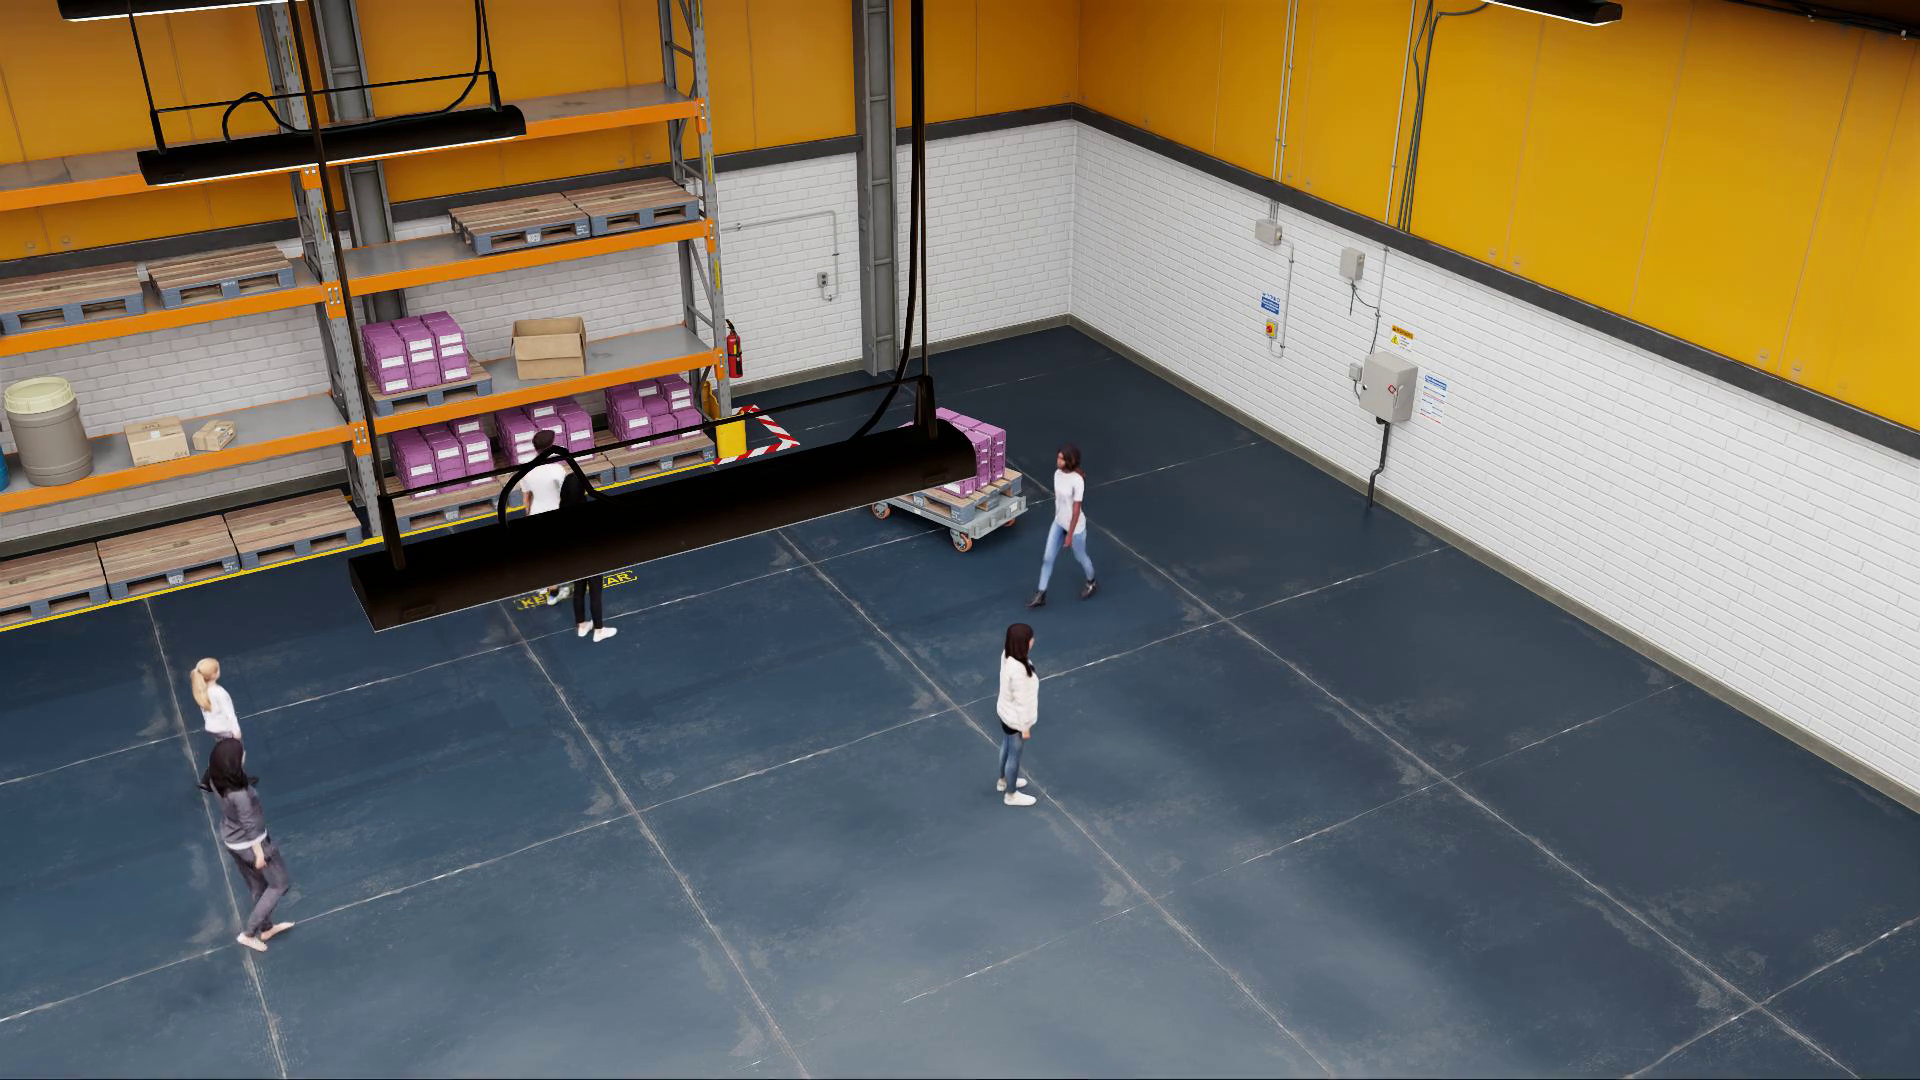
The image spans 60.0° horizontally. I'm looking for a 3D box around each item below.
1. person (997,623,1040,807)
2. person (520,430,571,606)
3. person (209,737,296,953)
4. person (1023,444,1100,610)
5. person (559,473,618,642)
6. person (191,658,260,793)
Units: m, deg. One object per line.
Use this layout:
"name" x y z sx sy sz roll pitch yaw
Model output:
"person" 0.441 1.369 13.273 0.646 1.636 0.684 -6 29 -12
"person" -3.963 -0.171 15.891 0.786 1.834 0.826 9 30 17
"person" -5.065 2.183 11.662 0.742 1.752 0.817 19 34 31
"person" 1.112 -0.124 15.964 1.138 1.680 0.680 -19 34 -31
"person" -3.488 0.141 15.447 0.688 1.711 0.698 16 33 27
"person" -5.985 1.535 13.352 0.662 1.270 0.768 16 32 27
